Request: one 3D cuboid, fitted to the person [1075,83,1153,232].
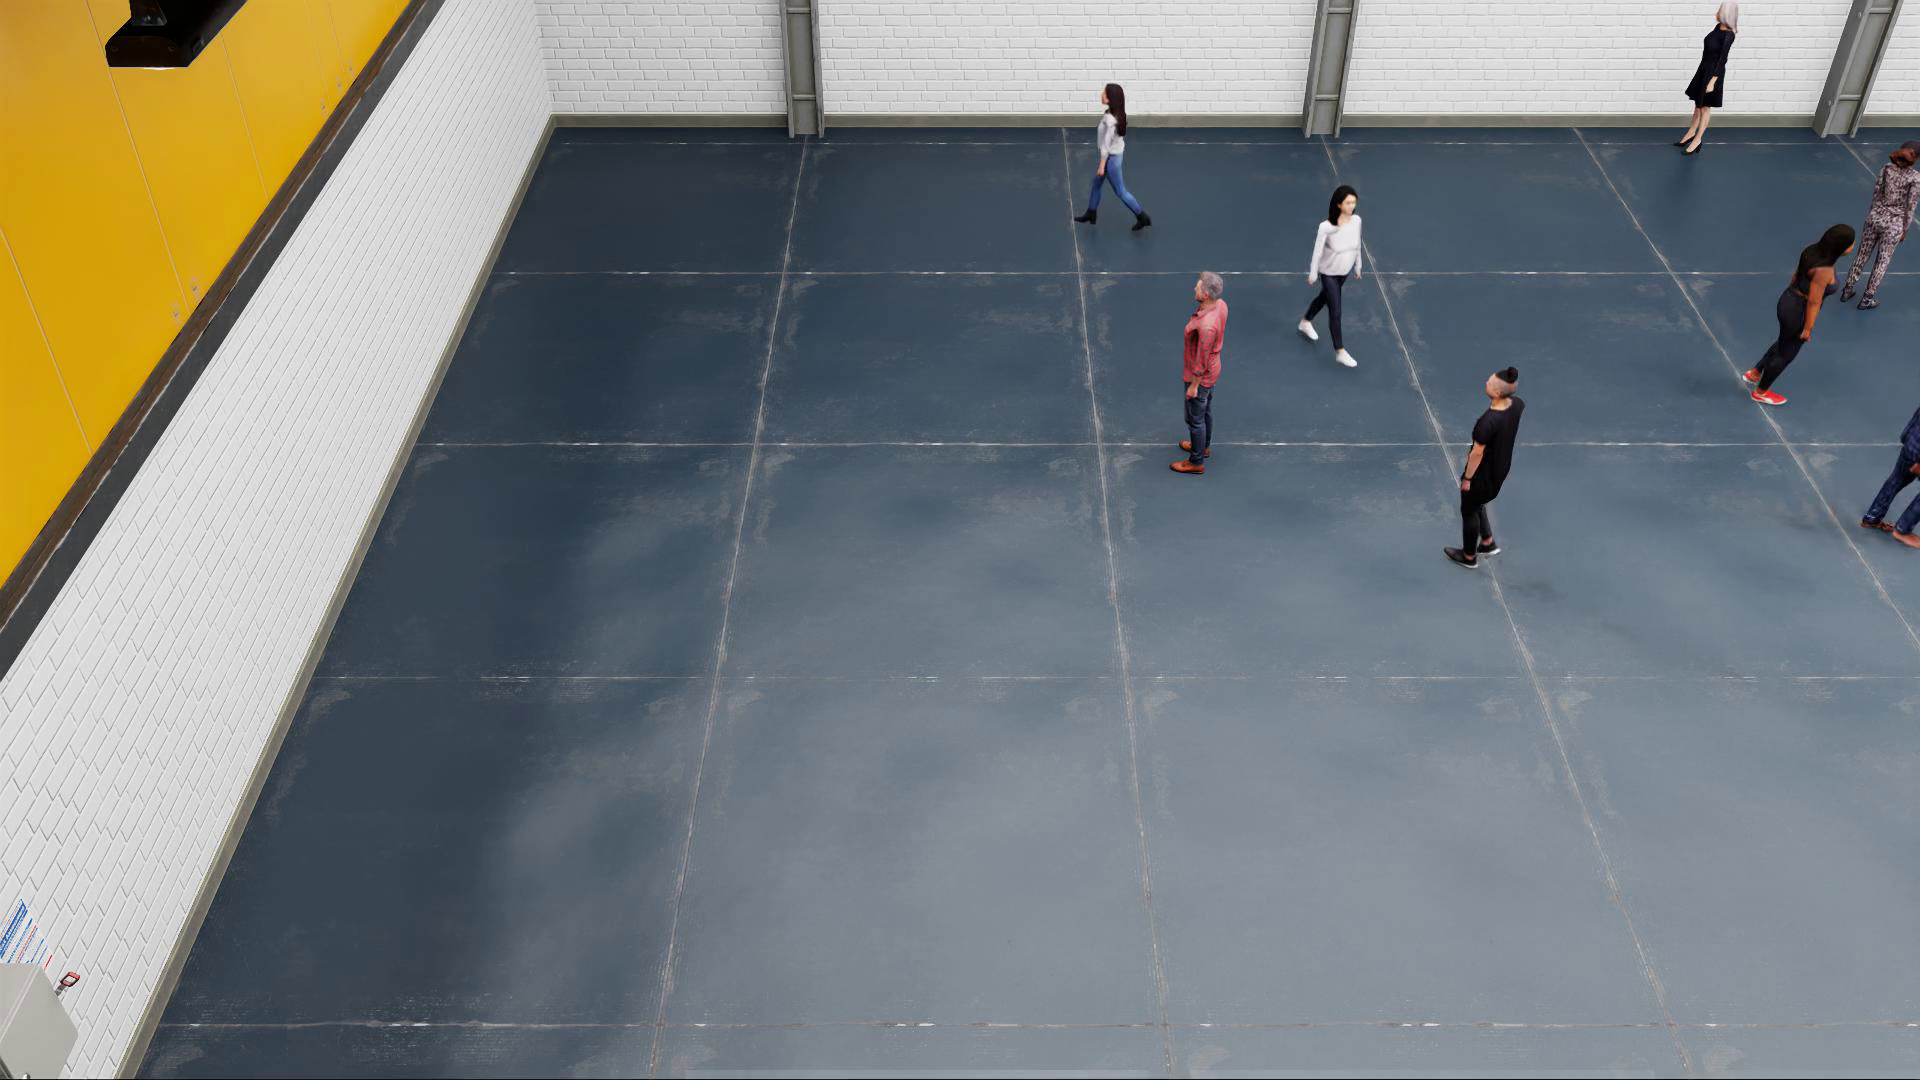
[{"bbox_3d":[1.647,-3.878,17.045,1.110,1.593,0.765,7,39,9],"label":"person"}]

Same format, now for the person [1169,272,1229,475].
[{"bbox_3d":[2.001,-1.391,13.741,0.678,1.831,0.756,13,40,16],"label":"person"}]

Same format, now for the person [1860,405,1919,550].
[{"bbox_3d":[7.460,-0.767,12.984,0.848,1.800,0.788,11,40,14],"label":"person"}]

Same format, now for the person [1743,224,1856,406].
[{"bbox_3d":[7.228,-1.986,14.513,0.762,1.797,0.779,5,39,6],"label":"person"}]

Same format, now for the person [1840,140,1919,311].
[{"bbox_3d":[8.832,-3.020,15.875,0.715,1.713,0.680,-21,43,-24],"label":"person"}]

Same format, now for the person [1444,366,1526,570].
[{"bbox_3d":[4.069,-0.518,12.629,0.904,1.854,0.848,31,48,33],"label":"person"}]

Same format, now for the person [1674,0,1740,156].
[{"bbox_3d":[8.341,-5.148,18.513,0.575,1.747,0.606,3,39,3],"label":"person"}]

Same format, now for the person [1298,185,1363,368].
[{"bbox_3d":[3.385,-2.485,15.254,1.119,1.652,1.044,-20,43,-23],"label":"person"}]
